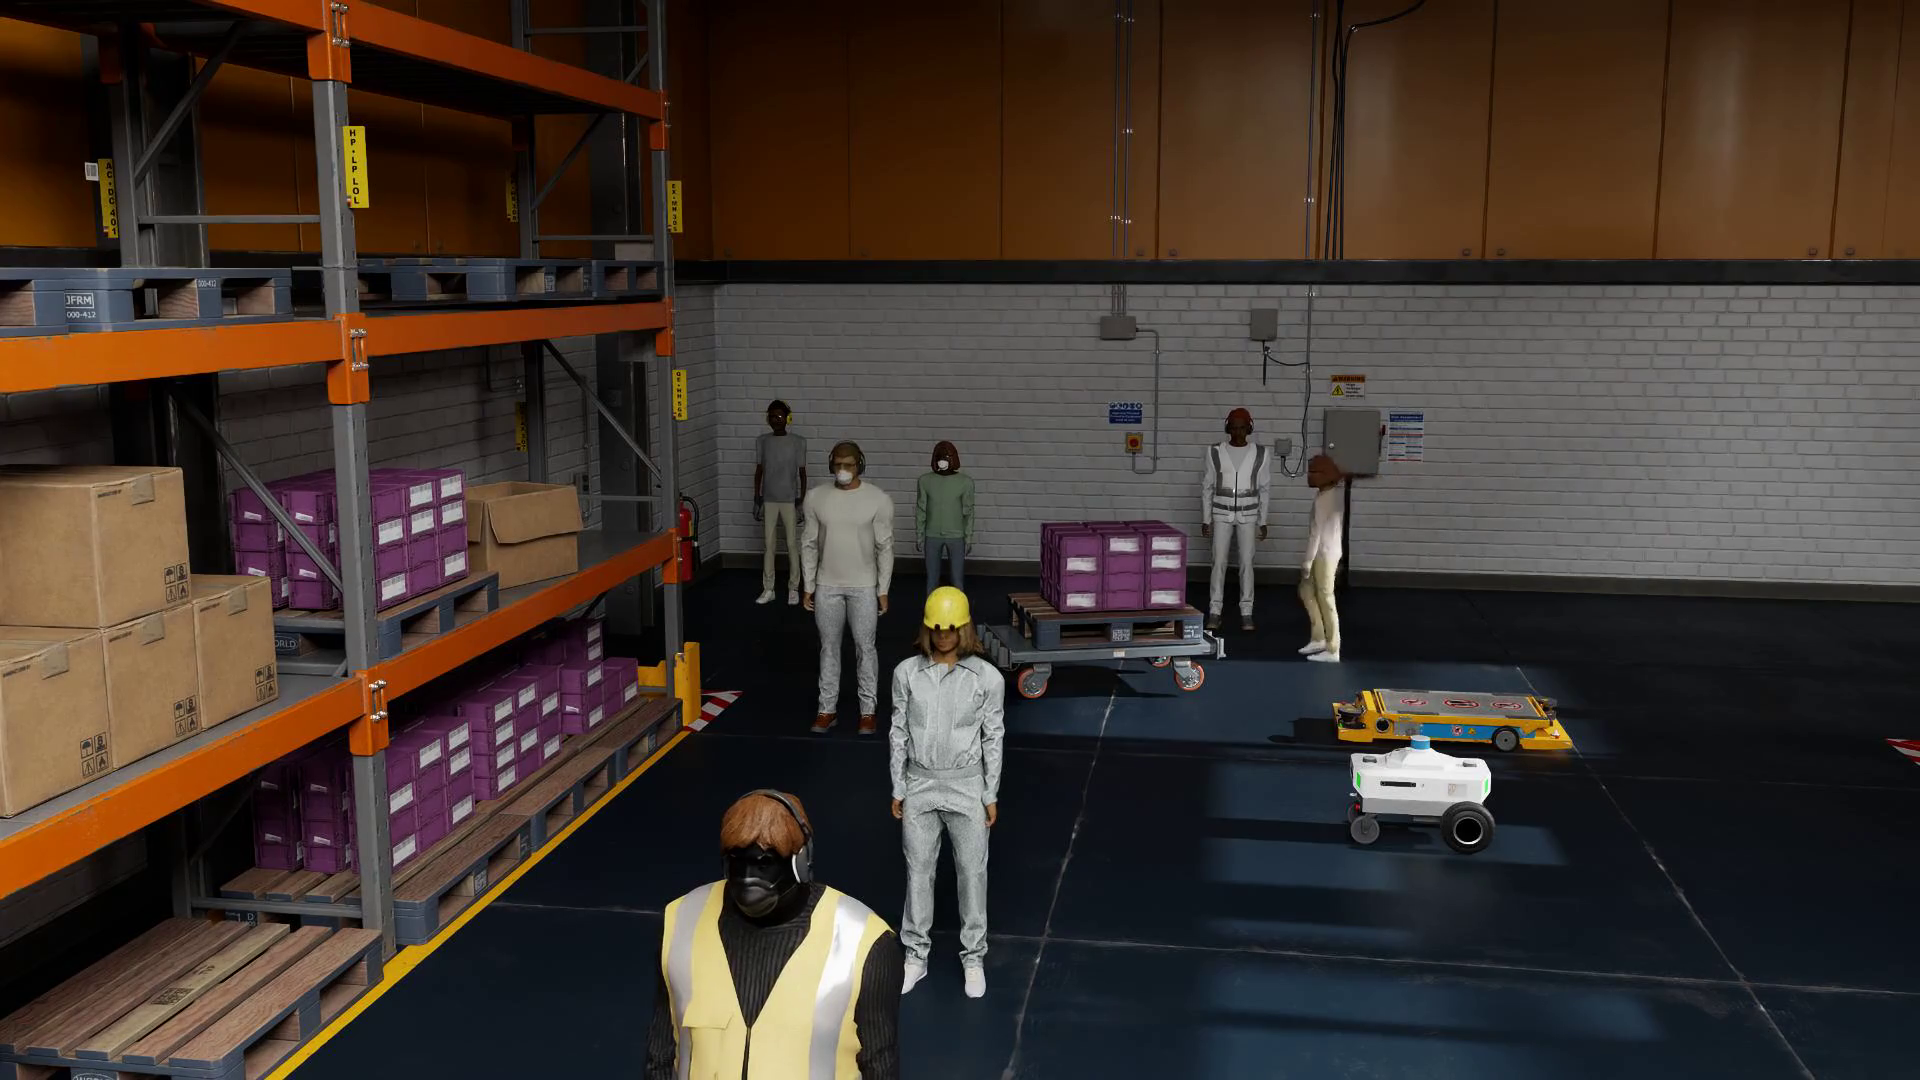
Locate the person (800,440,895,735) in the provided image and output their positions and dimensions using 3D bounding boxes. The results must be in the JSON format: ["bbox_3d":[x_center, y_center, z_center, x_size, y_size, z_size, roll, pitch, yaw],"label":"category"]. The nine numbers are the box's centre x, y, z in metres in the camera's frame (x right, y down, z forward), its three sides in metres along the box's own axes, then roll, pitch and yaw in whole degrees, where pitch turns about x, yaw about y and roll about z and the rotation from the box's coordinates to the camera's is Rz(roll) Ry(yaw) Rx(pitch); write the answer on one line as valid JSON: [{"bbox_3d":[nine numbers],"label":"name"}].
[{"bbox_3d":[-0.740,0.310,10.899,0.632,1.940,0.372,1,9,9],"label":"person"}]

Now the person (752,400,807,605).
[{"bbox_3d":[-1.642,-0.341,15.122,0.511,1.872,0.328,1,9,9],"label":"person"}]

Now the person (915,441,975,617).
[{"bbox_3d":[-0.128,-0.010,13.813,0.499,1.633,0.286,1,9,9],"label":"person"}]

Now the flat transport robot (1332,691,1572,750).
[{"bbox_3d":[3.174,1.155,10.818,1.431,0.197,0.652,1,9,9],"label":"flat transport robot"}]

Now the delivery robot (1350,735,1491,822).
[{"bbox_3d":[2.440,1.284,8.855,0.707,0.478,0.477,1,9,9],"label":"delivery robot"}]

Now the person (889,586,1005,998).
[{"bbox_3d":[-0.061,1.047,6.953,0.486,1.744,0.296,1,9,9],"label":"person"}]

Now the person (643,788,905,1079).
[{"bbox_3d":[-0.452,1.485,3.949,0.627,1.844,0.429,1,9,9],"label":"person"}]

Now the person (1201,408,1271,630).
[{"bbox_3d":[2.325,-0.174,14.058,0.576,1.882,0.355,1,9,9],"label":"person"}]

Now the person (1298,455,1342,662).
[{"bbox_3d":[2.756,0.146,12.873,0.485,1.613,0.538,4,10,22],"label":"person"}]
